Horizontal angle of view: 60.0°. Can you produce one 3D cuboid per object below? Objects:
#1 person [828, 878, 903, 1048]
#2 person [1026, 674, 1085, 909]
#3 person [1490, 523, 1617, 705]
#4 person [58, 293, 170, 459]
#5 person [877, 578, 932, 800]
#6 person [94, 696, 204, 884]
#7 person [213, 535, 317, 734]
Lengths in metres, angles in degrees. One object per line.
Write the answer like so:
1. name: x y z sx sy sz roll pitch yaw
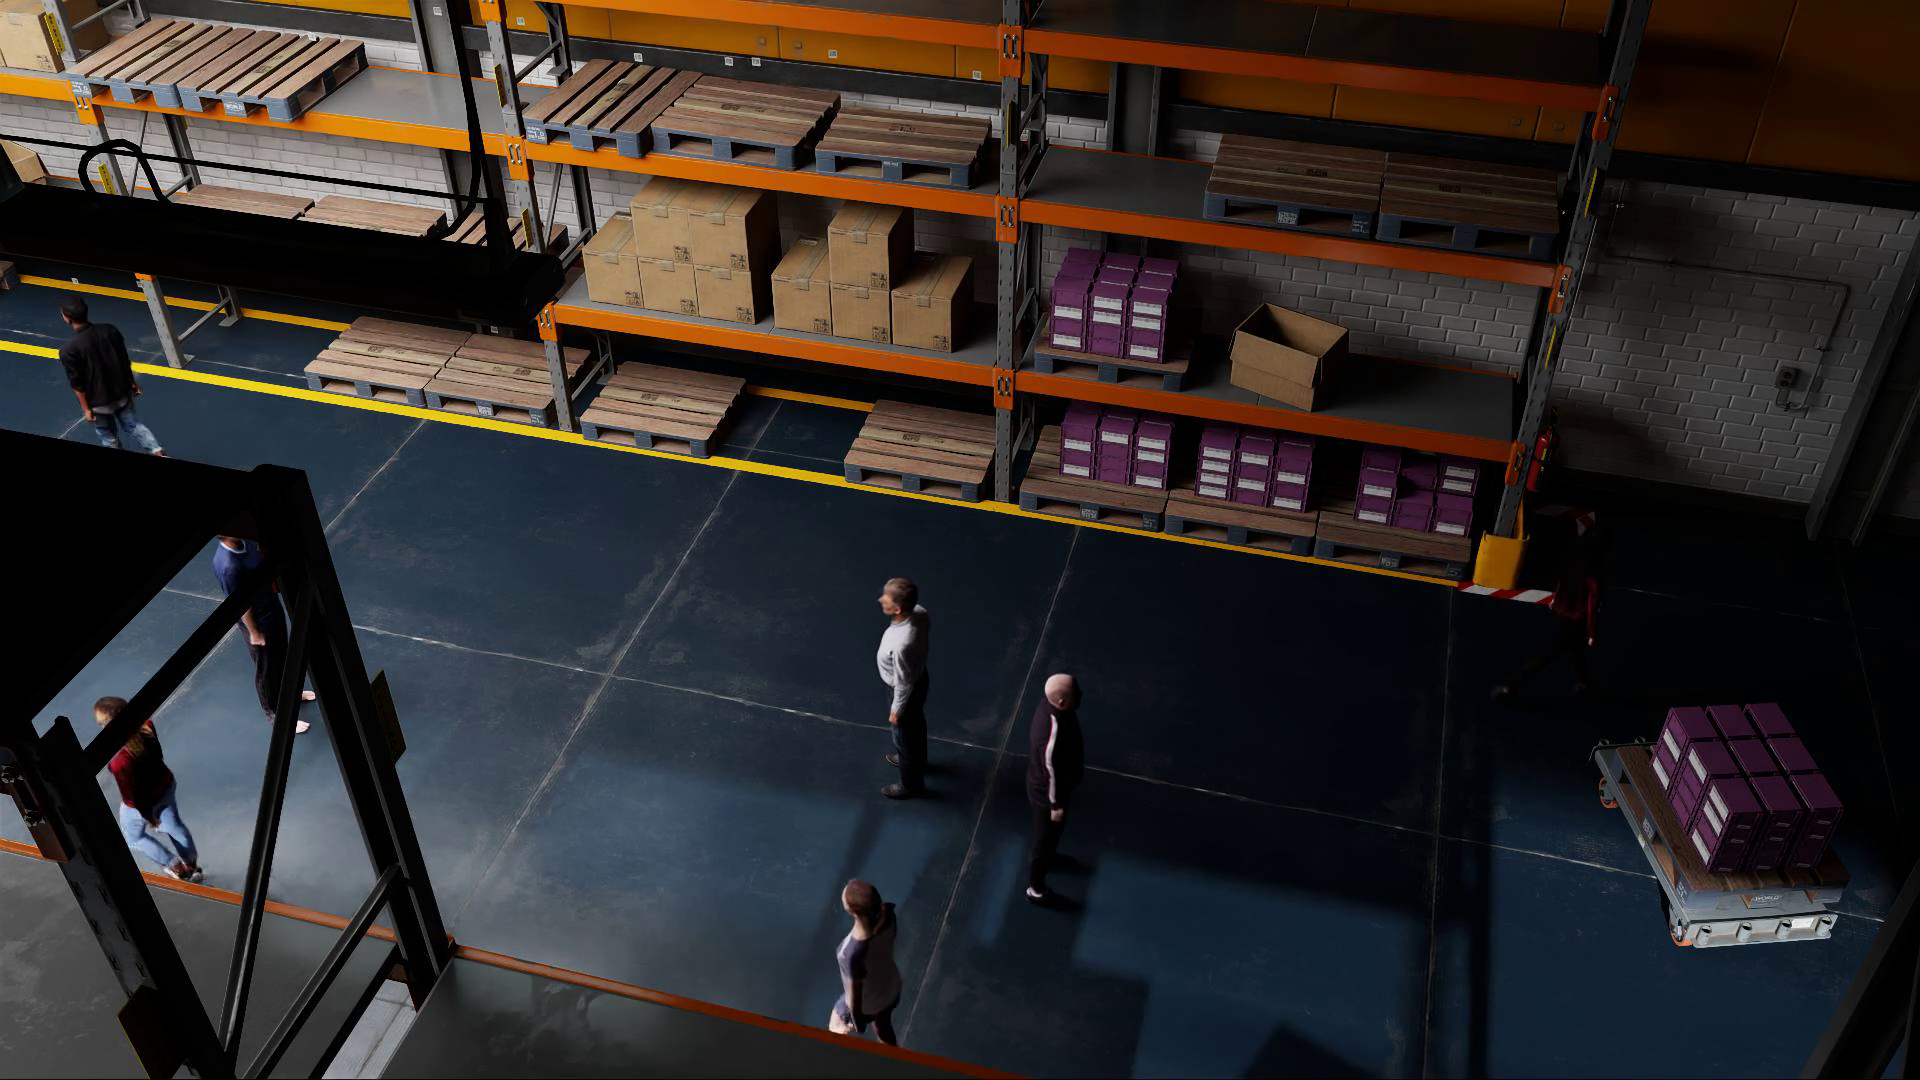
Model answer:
1. person: -0.416 2.507 9.056 0.719 1.753 0.672 26 46 29
2. person: 0.546 1.520 10.227 0.621 1.835 0.709 4 39 5
3. person: 4.156 0.578 11.586 1.139 1.611 0.792 0 39 0
4. person: -6.953 -1.189 13.652 1.131 1.793 0.892 21 43 25
5. person: -0.355 0.961 10.939 0.598 1.819 0.671 5 39 6
6. person: -4.964 1.581 10.321 0.628 1.621 0.629 5 39 6
7. person: -4.834 0.517 11.454 0.673 1.872 0.728 -3 39 -4
